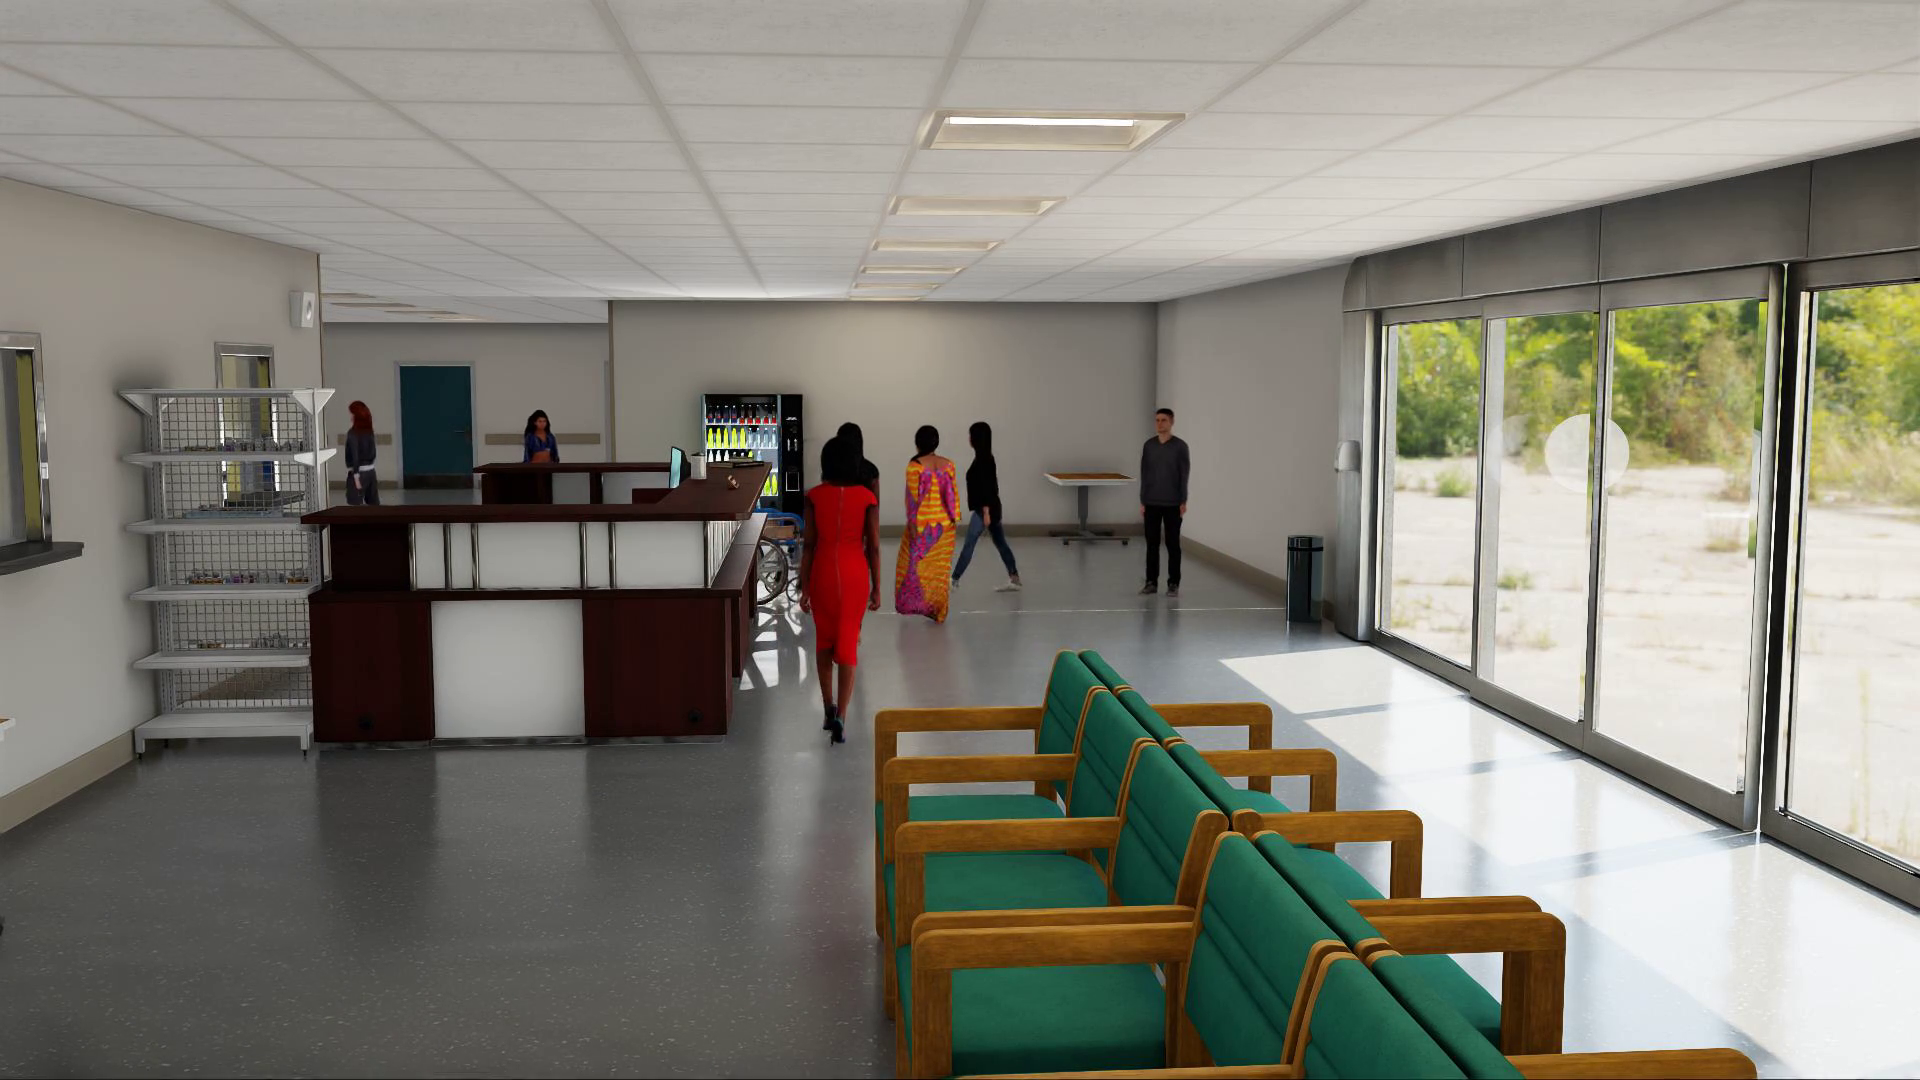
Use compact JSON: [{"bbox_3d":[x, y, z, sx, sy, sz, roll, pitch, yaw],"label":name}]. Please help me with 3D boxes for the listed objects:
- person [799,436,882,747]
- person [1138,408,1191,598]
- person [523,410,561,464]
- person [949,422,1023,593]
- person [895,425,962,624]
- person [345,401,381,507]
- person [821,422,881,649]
[{"bbox_3d":[-0.681,0.297,9.287,0.596,1.732,0.694,0,6,2],"label":"person"},{"bbox_3d":[1.914,-0.354,15.614,0.636,1.762,0.760,3,6,24],"label":"person"},{"bbox_3d":[-5.447,-0.861,21.533,1.063,1.586,1.029,-4,7,-38],"label":"person"},{"bbox_3d":[0.318,-0.264,15.531,1.138,1.599,0.812,1,6,14],"label":"person"},{"bbox_3d":[-0.233,-0.140,14.034,0.835,1.652,0.865,-3,6,-27],"label":"person"},{"bbox_3d":[-6.766,-0.699,19.043,1.039,1.762,0.803,1,6,14],"label":"person"},{"bbox_3d":[-0.817,-0.006,12.420,0.843,1.709,0.641,0,6,-5],"label":"person"}]
